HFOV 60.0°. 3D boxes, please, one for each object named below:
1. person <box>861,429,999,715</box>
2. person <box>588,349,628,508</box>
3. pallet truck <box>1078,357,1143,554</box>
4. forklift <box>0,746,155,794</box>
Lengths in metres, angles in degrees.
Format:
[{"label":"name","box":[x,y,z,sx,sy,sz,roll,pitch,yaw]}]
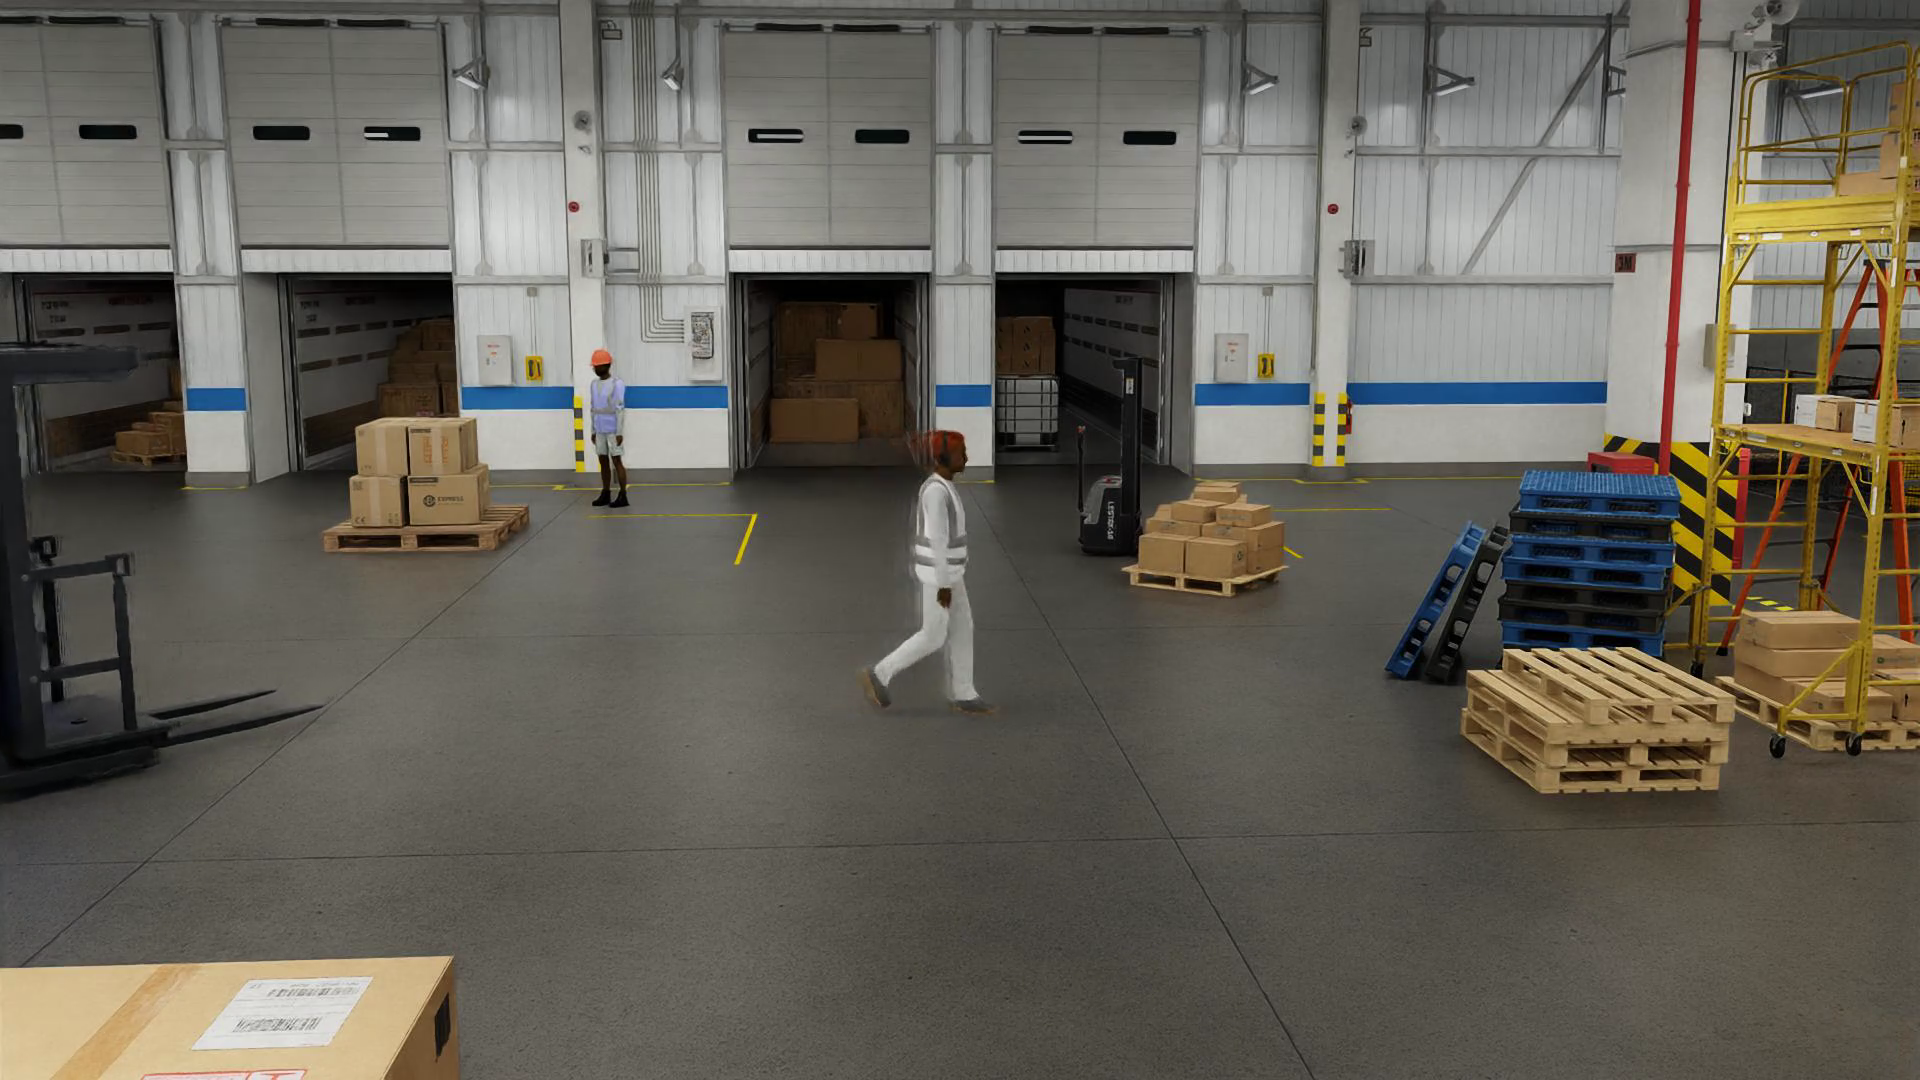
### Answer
[{"label":"person","box":[-0.187,0.218,10.607,0.804,1.856,0.581,2,9,10]},{"label":"person","box":[-4.306,-1.350,20.221,0.555,1.927,0.404,6,11,34]},{"label":"pallet truck","box":[2.088,-0.836,16.757,1.885,1.965,0.823,2,9,13]},{"label":"forklift","box":[-5.593,-0.019,8.865,1.129,2.768,1.873,8,12,40]}]
